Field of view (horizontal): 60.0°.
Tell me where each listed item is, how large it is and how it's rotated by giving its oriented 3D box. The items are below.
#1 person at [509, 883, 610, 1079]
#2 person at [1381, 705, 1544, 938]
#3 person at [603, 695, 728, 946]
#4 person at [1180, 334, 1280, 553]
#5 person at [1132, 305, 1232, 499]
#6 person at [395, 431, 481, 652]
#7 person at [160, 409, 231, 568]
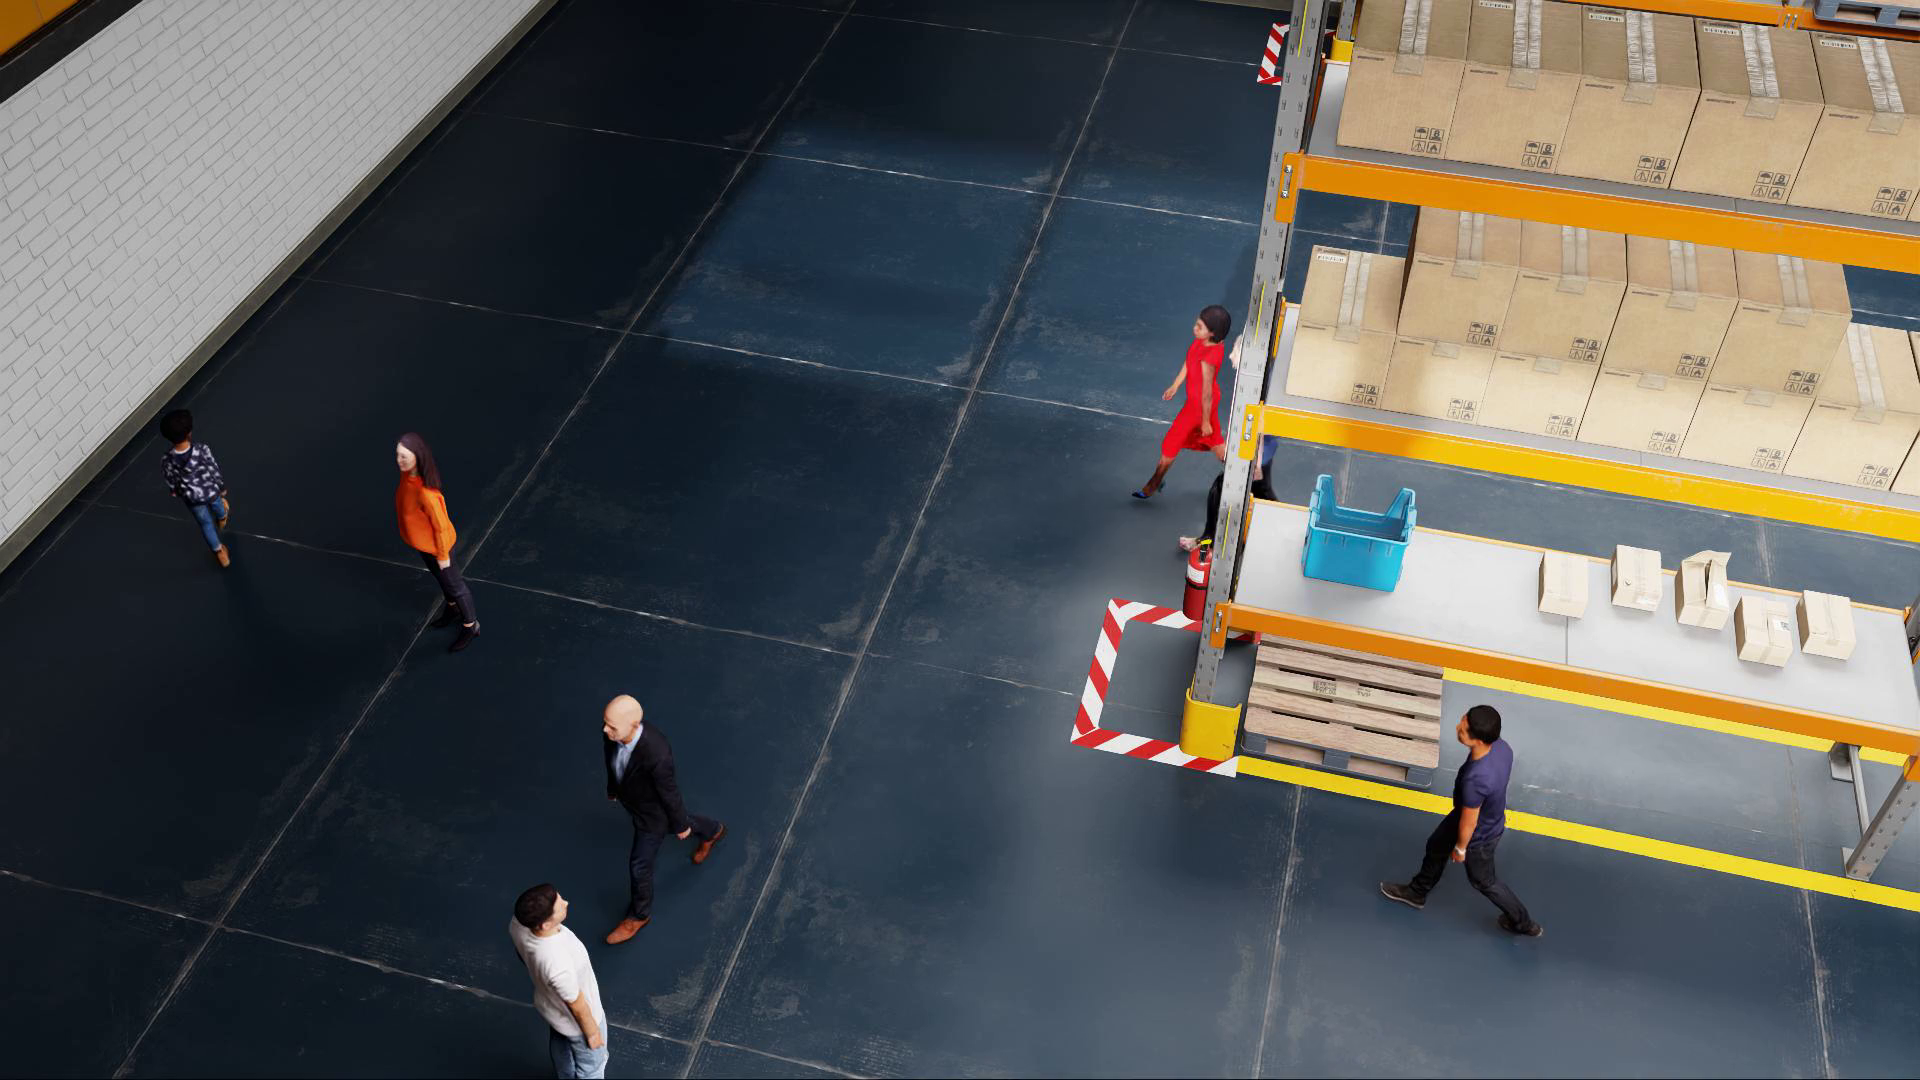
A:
[{"bbox_3d":[-1.966,2.309,8.318,0.811,1.864,0.697,-31,52,-28],"label":"person"},{"bbox_3d":[2.927,1.614,9.139,1.170,1.737,0.726,17,46,17],"label":"person"},{"bbox_3d":[-1.679,1.426,9.304,1.166,1.781,1.251,-33,53,-30],"label":"person"},{"bbox_3d":[2.060,-0.585,11.381,0.928,1.829,0.671,8,44,9],"label":"person"},{"bbox_3d":[1.792,-0.941,11.848,1.033,1.700,0.619,7,44,7],"label":"person"},{"bbox_3d":[-3.421,-0.004,10.830,0.774,1.747,0.697,-26,49,-25],"label":"person"},{"bbox_3d":[-5.286,-0.325,11.547,0.842,1.221,0.861,-17,46,-17],"label":"person"}]
